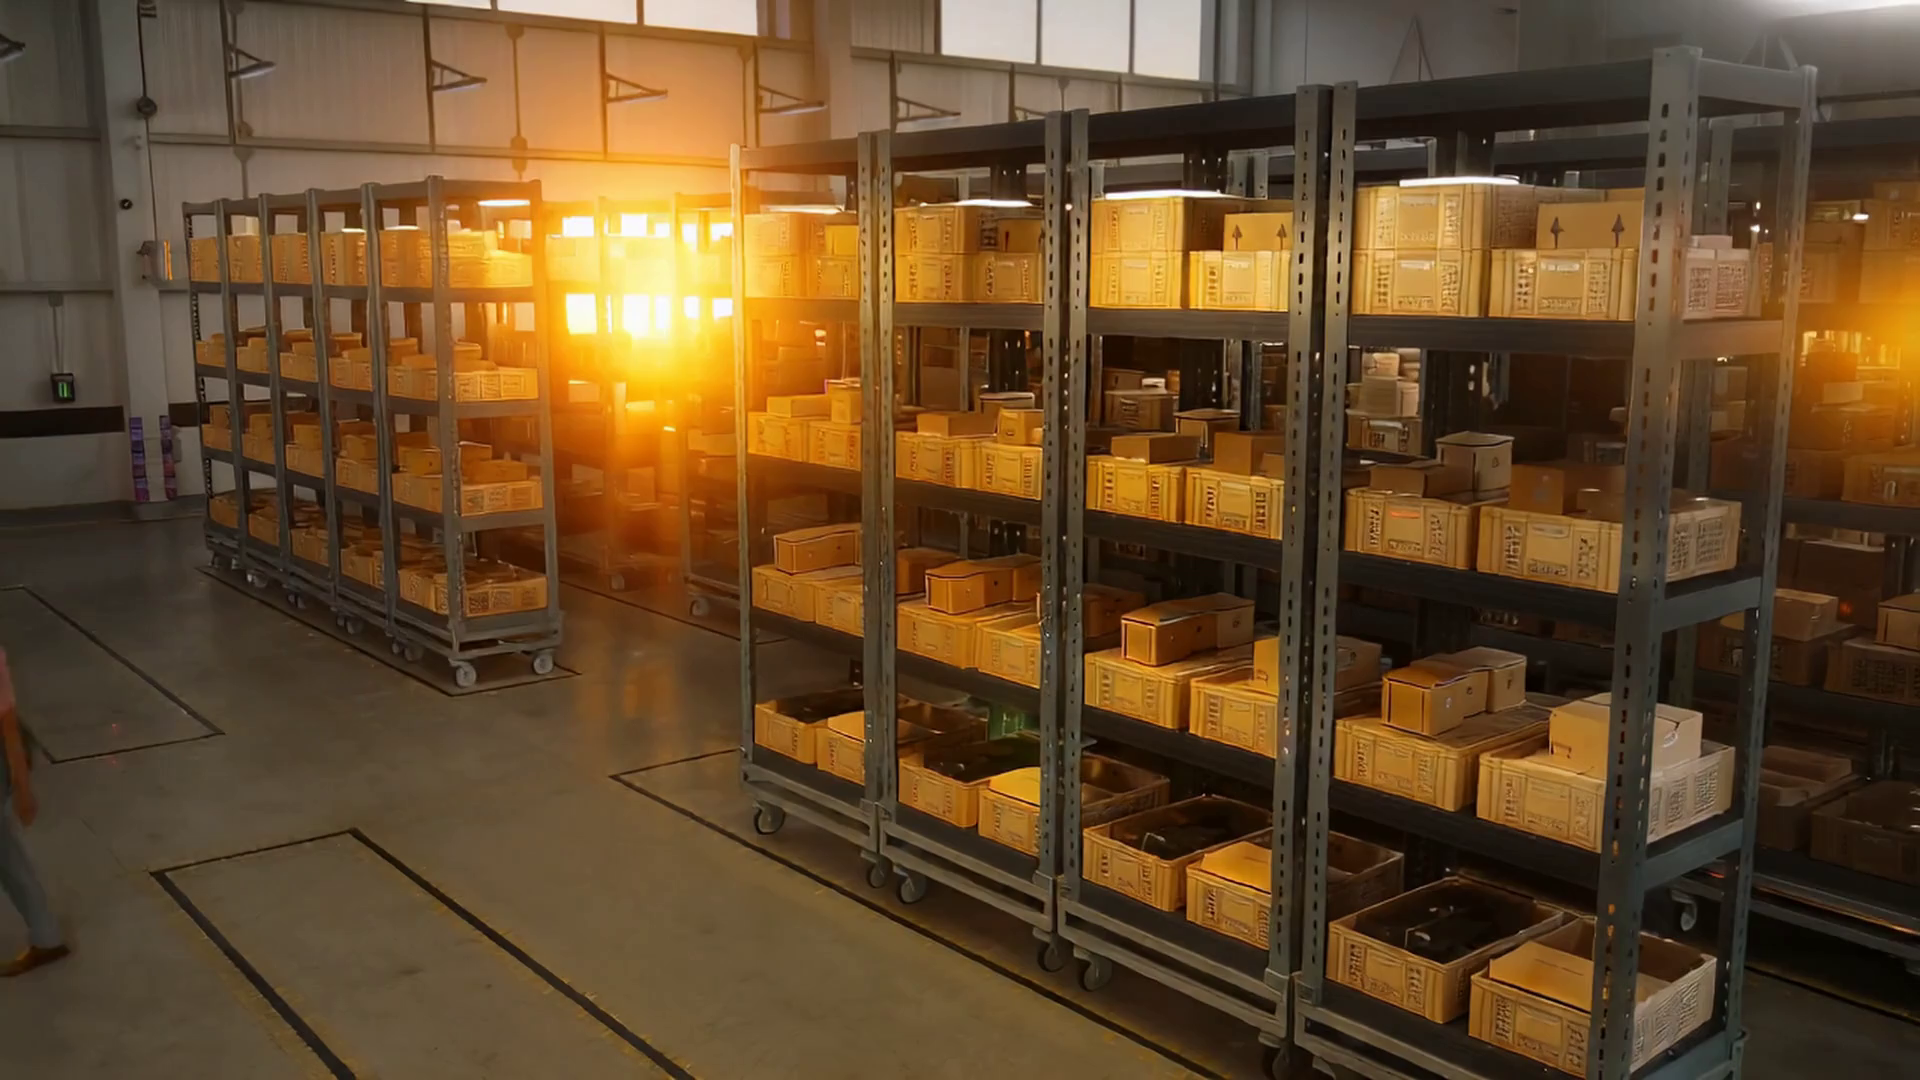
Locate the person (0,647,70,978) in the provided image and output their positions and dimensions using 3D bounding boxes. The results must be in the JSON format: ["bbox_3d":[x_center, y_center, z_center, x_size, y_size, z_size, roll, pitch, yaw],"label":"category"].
[{"bbox_3d":[-4.124,1.005,6.764,0.567,1.795,0.964,6,11,34],"label":"person"}]
